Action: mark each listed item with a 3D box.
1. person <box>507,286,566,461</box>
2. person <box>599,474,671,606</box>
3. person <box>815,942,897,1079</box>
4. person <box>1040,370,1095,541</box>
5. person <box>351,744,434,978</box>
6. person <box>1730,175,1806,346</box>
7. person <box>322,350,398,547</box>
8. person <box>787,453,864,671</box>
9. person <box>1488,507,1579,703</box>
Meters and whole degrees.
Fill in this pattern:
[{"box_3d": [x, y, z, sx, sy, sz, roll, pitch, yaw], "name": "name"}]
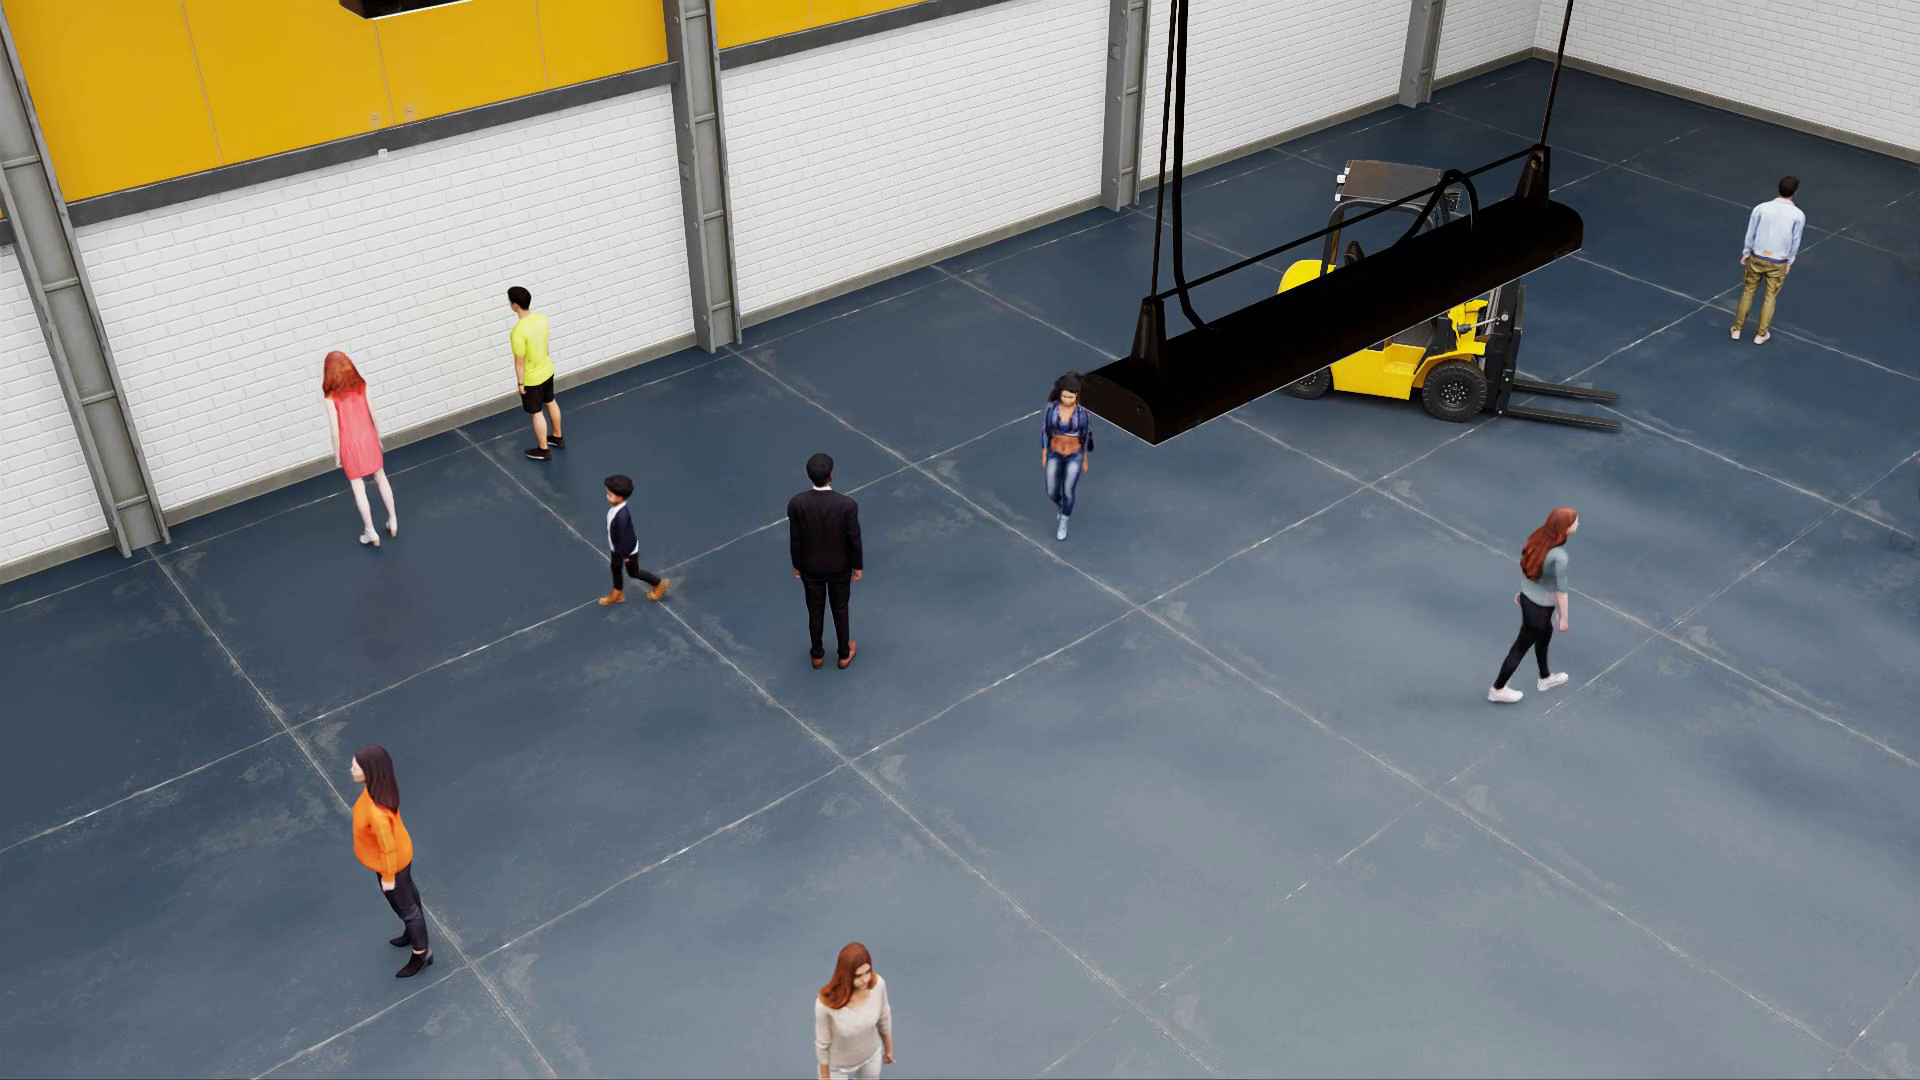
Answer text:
[{"box_3d": [-3.937, -1.572, 15.459, 0.741, 1.706, 0.607, 15, 36, 21], "name": "person"}, {"box_3d": [-2.685, 0.009, 13.530, 0.883, 1.209, 0.686, -11, 35, -16], "name": "person"}, {"box_3d": [-0.599, 2.754, 8.954, 0.565, 1.702, 0.704, -16, 37, -22], "name": "person"}, {"box_3d": [0.916, -0.750, 14.308, 0.770, 1.611, 0.820, 7, 34, 11], "name": "person"}, {"box_3d": [-3.467, 1.931, 10.150, 0.672, 1.748, 0.690, -11, 35, -17], "name": "person"}, {"box_3d": [8.466, -2.936, 17.415, 0.731, 1.811, 0.661, 21, 39, 28], "name": "person"}, {"box_3d": [-5.118, -0.781, 14.161, 0.691, 1.826, 0.495, 26, 41, 33], "name": "person"}, {"box_3d": [-1.029, 0.170, 12.678, 0.741, 1.883, 0.824, 1, 34, 1], "name": "person"}, {"box_3d": [4.189, 0.511, 12.311, 1.005, 1.721, 0.879, -4, 34, -6], "name": "person"}]
